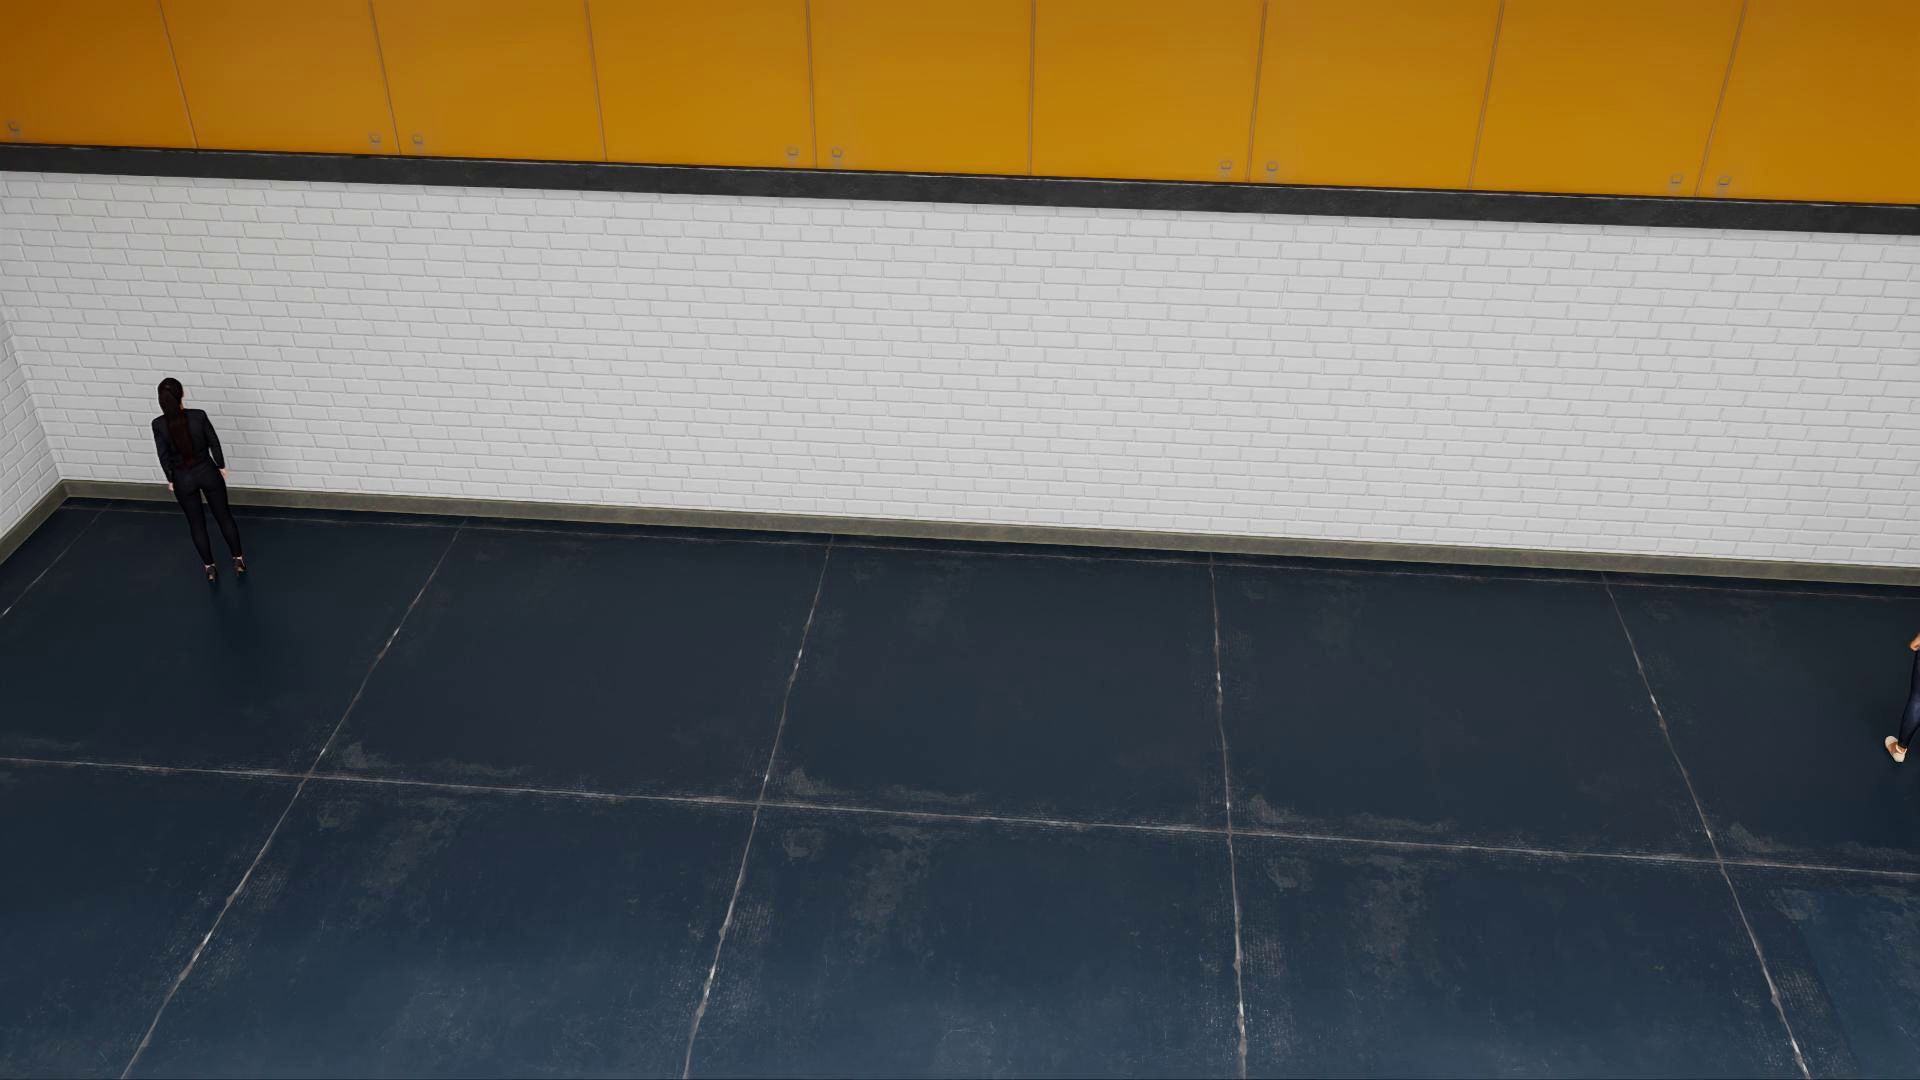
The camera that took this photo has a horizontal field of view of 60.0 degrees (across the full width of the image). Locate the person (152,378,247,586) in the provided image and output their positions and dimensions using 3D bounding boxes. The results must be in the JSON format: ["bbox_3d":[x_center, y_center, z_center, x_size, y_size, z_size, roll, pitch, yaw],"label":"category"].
[{"bbox_3d":[-5.662,-0.450,12.358,0.645,1.712,0.657,-16,37,-22],"label":"person"}]
